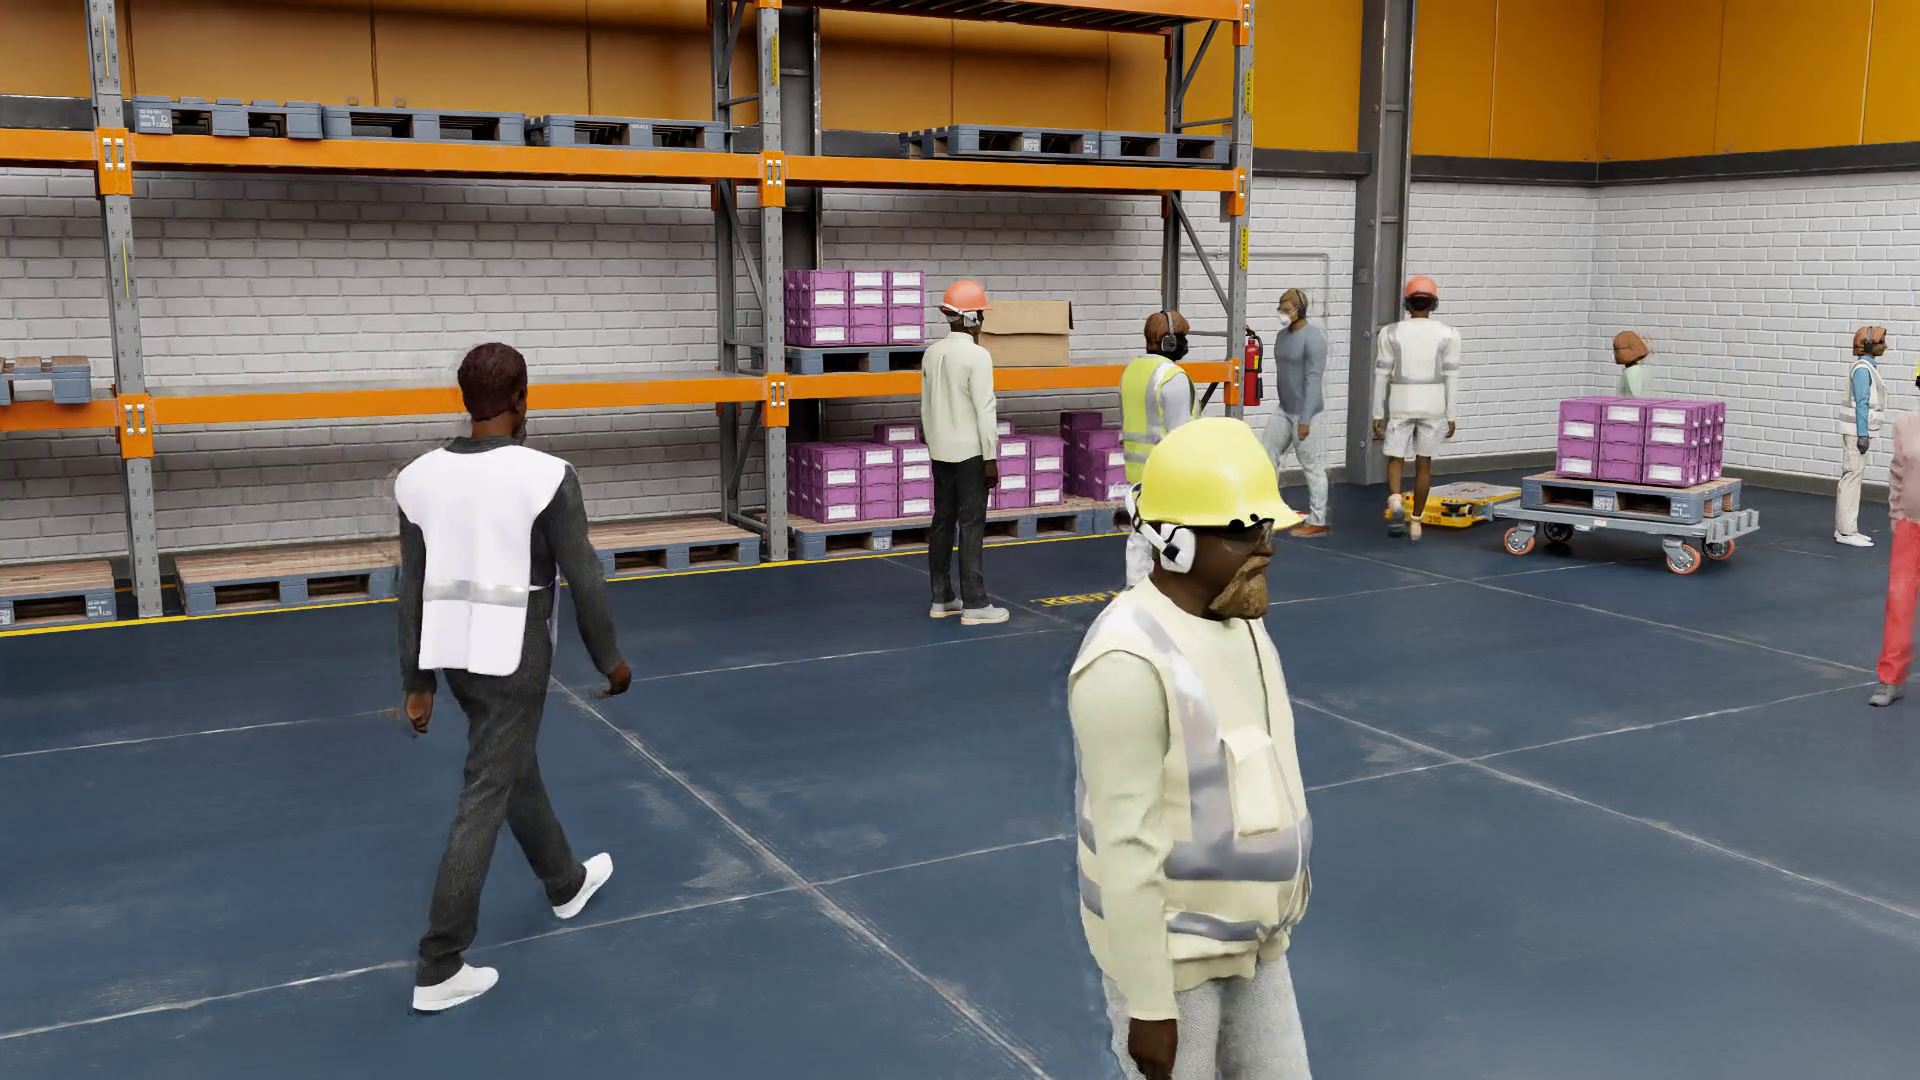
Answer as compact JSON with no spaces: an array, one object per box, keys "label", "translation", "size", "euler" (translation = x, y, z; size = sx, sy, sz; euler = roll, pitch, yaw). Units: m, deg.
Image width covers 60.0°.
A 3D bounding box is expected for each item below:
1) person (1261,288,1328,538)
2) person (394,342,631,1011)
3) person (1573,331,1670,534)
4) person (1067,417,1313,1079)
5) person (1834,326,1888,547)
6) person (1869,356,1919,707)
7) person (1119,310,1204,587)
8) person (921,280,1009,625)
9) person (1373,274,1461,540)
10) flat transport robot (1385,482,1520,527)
[{"label":"person","translation":[2.450,-0.941,12.630],"size":[0.876,1.902,0.651],"euler":[-3,10,-18]},{"label":"person","translation":[-1.337,0.353,4.905],"size":[0.584,1.852,1.042],"euler":[4,10,24]},{"label":"person","translation":[5.191,-0.823,12.903],"size":[0.879,1.589,0.533],"euler":[5,10,26]},{"label":"person","translation":[0.412,0.686,2.960],"size":[0.429,1.815,0.601],"euler":[7,11,35]},{"label":"person","translation":[6.733,-0.778,12.436],"size":[0.309,1.641,0.514],"euler":[5,10,27]},{"label":"person","translation":[4.691,-0.083,7.909],"size":[0.776,1.732,0.526],"euler":[-6,11,-30]},{"label":"person","translation":[1.110,-0.327,9.080],"size":[0.429,1.844,0.626],"euler":[-4,10,-23]},{"label":"person","translation":[0.019,-0.507,9.706],"size":[0.378,1.995,0.609],"euler":[-8,12,-39]},{"label":"person","translation":[3.417,-0.977,12.479],"size":[0.615,2.026,0.650],"euler":[2,10,14]},{"label":"flat transport robot","translation":[4.165,-0.307,13.727],"size":[0.652,0.197,1.431],"euler":[9,13,43]}]
